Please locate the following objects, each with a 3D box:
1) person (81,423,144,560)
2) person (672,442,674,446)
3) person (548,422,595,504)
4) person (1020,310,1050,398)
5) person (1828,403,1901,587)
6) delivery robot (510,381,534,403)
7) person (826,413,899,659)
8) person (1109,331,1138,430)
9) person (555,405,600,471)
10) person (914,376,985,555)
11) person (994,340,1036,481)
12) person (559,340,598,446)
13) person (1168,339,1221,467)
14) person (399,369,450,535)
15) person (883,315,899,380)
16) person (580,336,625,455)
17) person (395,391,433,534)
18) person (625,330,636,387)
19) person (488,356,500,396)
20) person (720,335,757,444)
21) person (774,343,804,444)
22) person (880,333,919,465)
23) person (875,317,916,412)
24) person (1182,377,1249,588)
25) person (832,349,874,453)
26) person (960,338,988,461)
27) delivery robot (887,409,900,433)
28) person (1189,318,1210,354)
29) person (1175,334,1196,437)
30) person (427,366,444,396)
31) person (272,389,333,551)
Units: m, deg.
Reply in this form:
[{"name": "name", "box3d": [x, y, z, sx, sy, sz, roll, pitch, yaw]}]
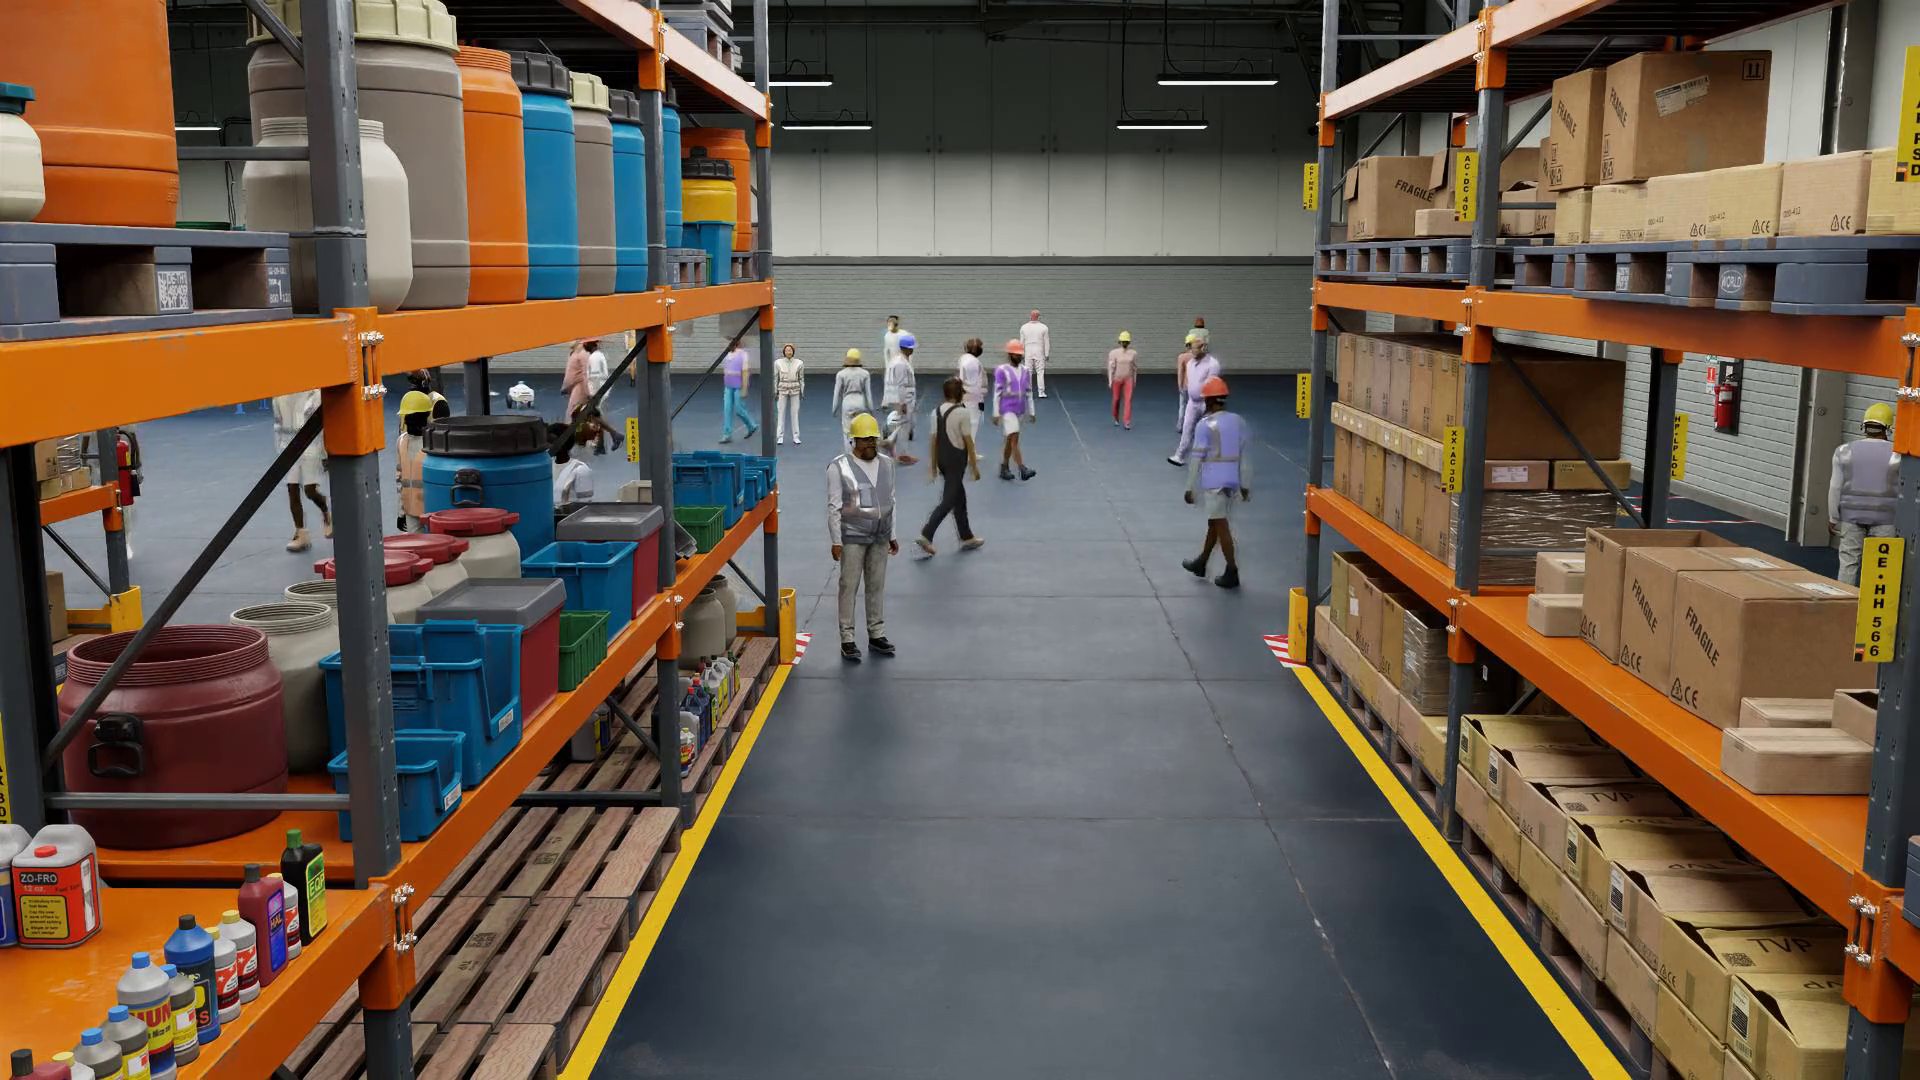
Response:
[{"name": "person", "box3d": [-8.407, -0.707, 16.450, 0.550, 1.848, 0.580, -3, 10, -17]}, {"name": "person", "box3d": [-2.471, -0.122, 13.656, 0.577, 1.600, 0.524, 5, 11, 28]}, {"name": "person", "box3d": [-3.133, -0.089, 13.206, 0.535, 1.697, 0.322, 5, 11, 29]}, {"name": "person", "box3d": [1.644, -4.063, 36.380, 0.651, 1.907, 0.409, 2, 10, 13]}, {"name": "person", "box3d": [7.321, -0.188, 13.390, 0.596, 1.831, 0.403, 7, 12, 35]}, {"name": "delivery robot", "box3d": [-8.914, -2.983, 33.801, 0.477, 0.478, 0.707, -5, 11, -28]}, {"name": "person", "box3d": [-0.713, -0.039, 12.500, 0.600, 1.832, 0.404, -7, 12, -36]}, {"name": "person", "box3d": [2.920, -2.883, 29.838, 0.527, 1.737, 0.854, -1, 9, -3]}, {"name": "person", "box3d": [-3.281, -0.207, 13.613, 0.957, 1.813, 0.557, 4, 10, 24]}, {"name": "person", "box3d": [-0.128, -0.765, 16.948, 0.956, 1.814, 0.509, -8, 12, -39]}, {"name": "person", "box3d": [0.807, -1.738, 22.475, 0.569, 1.896, 0.930, -7, 12, -37]}, {"name": "person", "box3d": [-6.156, -2.374, 26.394, 0.900, 1.871, 0.649, -4, 10, -23]}, {"name": "person", "box3d": [3.475, -1.981, 24.077, 0.985, 1.852, 0.650, -9, 13, -42]}, {"name": "person", "box3d": [-5.720, -0.911, 17.699, 0.627, 1.844, 0.429, 4, 10, 25]}, {"name": "person", "box3d": [-1.589, -4.582, 40.165, 0.361, 1.685, 0.535, 4, 10, 21]}, {"name": "person", "box3d": [-5.518, -2.256, 25.527, 0.597, 1.916, 0.575, -1, 10, -5]}, {"name": "person", "box3d": [-4.335, -0.245, 13.450, 0.595, 1.925, 0.373, 5, 11, 26]}, {"name": "person", "box3d": [-7.727, -4.641, 39.739, 0.547, 1.942, 0.344, -2, 10, -12]}, {"name": "person", "box3d": [-10.486, -4.084, 36.558, 0.830, 1.893, 0.611, -2, 10, -14]}, {"name": "person", "box3d": [-3.661, -2.513, 27.415, 0.593, 1.810, 0.728, 6, 11, 34]}, {"name": "person", "box3d": [-2.792, -2.387, 27.137, 0.514, 1.642, 0.311, -2, 10, -14]}, {"name": "person", "box3d": [-0.854, -2.062, 24.350, 0.518, 1.923, 0.634, 0, 9, 3]}, {"name": "person", "box3d": [-1.258, -3.451, 32.841, 0.647, 1.874, 0.871, 6, 11, 33]}, {"name": "person", "box3d": [2.290, -0.544, 15.318, 0.572, 1.896, 0.917, -7, 12, -36]}, {"name": "person", "box3d": [-1.552, -1.896, 24.004, 0.593, 1.698, 0.668, -2, 10, -14]}, {"name": "person", "box3d": [0.204, -2.103, 24.859, 0.432, 1.831, 0.621, -2, 10, -10]}, {"name": "delivery robot", "box3d": [-1.040, -2.020, 28.032, 0.477, 0.478, 0.707, 0, 10, 0]}, {"name": "person", "box3d": [5.731, -4.518, 39.923, 0.508, 1.632, 0.265, 1, 10, 8]}, {"name": "person", "box3d": [3.933, -2.634, 28.370, 0.532, 1.727, 0.887, -1, 10, -4]}, {"name": "person", "box3d": [-10.920, -3.778, 34.410, 0.382, 1.995, 0.612, 1, 10, 7]}, {"name": "person", "box3d": [-6.785, -0.919, 17.206, 0.623, 2.020, 0.570, 2, 10, 10]}]
